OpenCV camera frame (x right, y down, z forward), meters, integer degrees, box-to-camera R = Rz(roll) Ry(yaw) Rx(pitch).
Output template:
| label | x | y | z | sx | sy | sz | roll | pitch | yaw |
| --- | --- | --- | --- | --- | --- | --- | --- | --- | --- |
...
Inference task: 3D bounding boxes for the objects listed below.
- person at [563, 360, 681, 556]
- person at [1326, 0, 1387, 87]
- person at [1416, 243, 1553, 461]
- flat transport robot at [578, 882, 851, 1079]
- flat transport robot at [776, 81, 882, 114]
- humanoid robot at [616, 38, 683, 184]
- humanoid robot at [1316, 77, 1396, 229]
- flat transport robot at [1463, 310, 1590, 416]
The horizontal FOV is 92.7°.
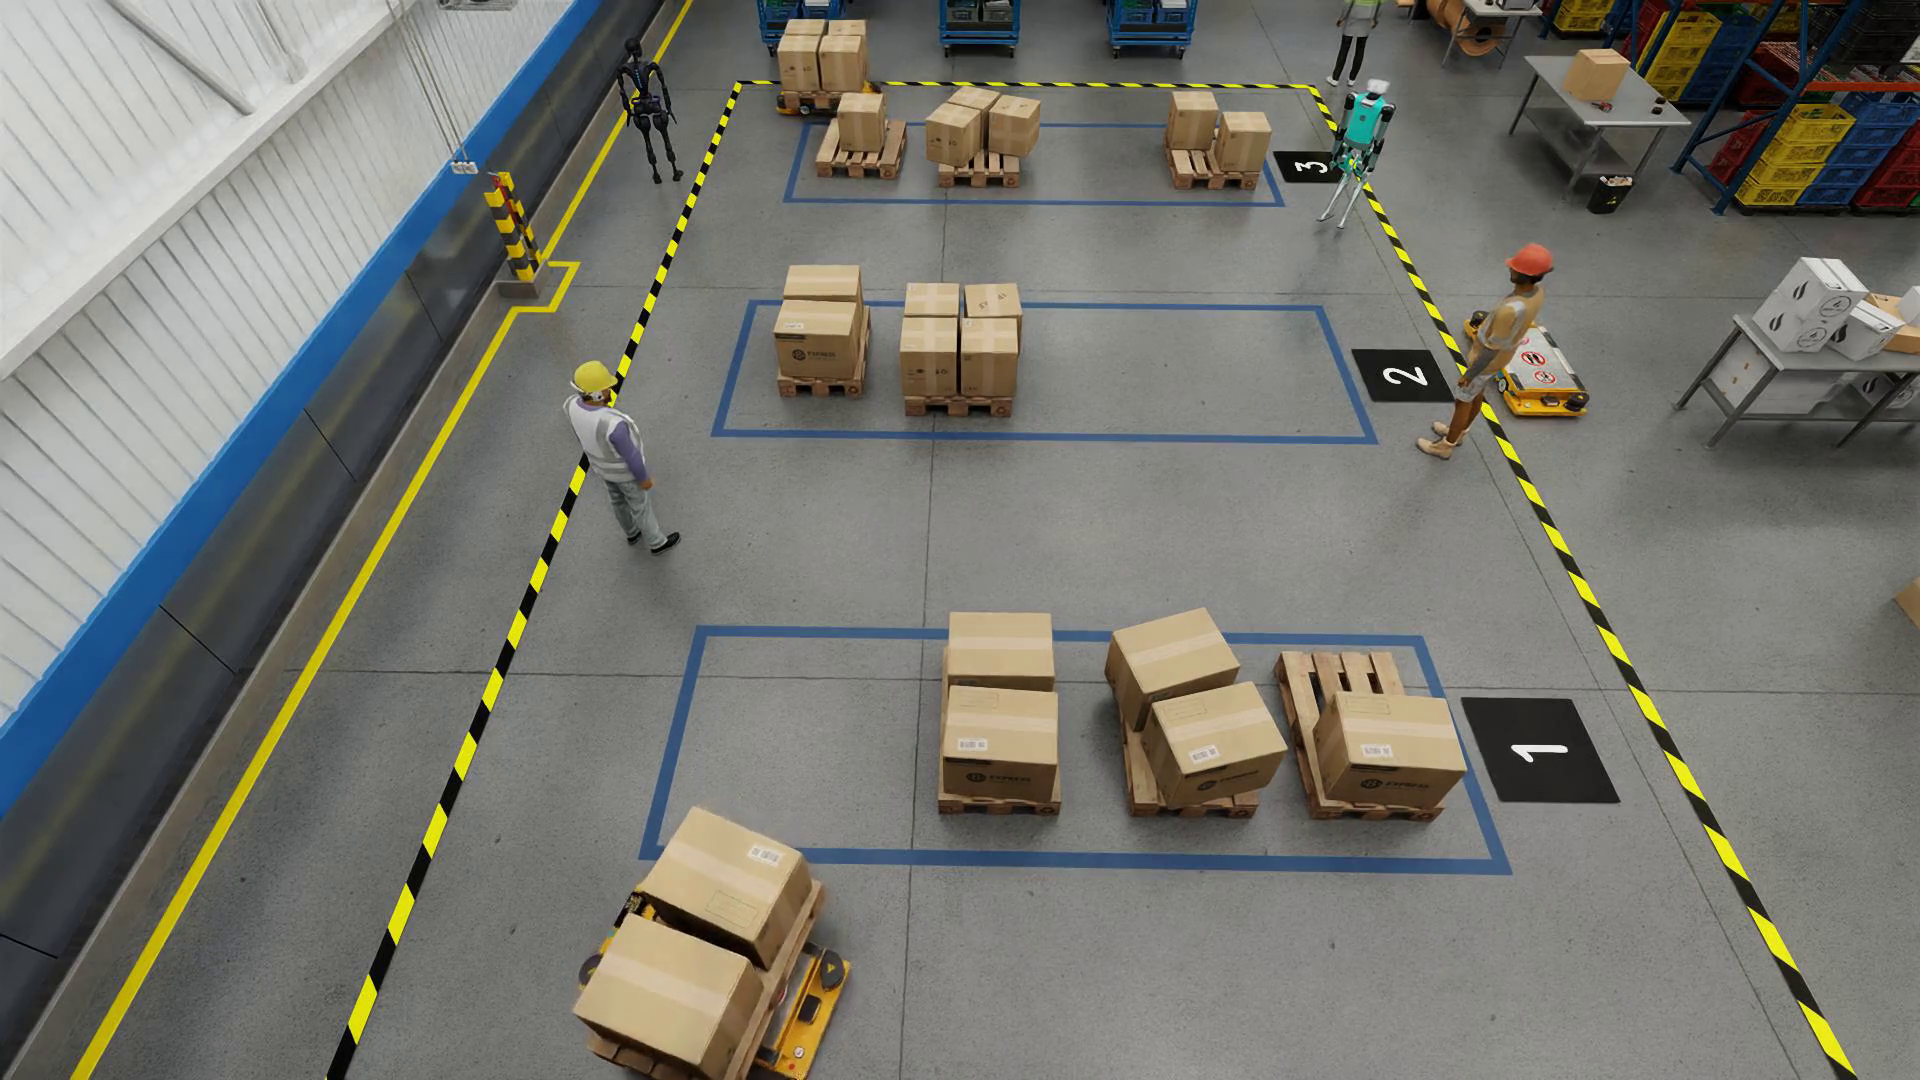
| label | x | y | z | sx | sy | sz | roll | pitch | yaw |
| --- | --- | --- | --- | --- | --- | --- | --- | --- | --- |
| person | -2.601 | -0.593 | 7.019 | 0.588 | 1.821 | 0.404 | 27 | 54 | 21 |
| person | 5.609 | -7.351 | 12.850 | 0.586 | 1.851 | 0.390 | 3 | 49 | 2 |
| person | 4.400 | -1.541 | 7.696 | 0.613 | 2.039 | 0.388 | -35 | 58 | -26 |
| flat transport robot | -1.428 | 2.525 | 5.329 | 1.431 | 0.197 | 0.652 | 15 | 51 | 12 |
| flat transport robot | -1.840 | -6.253 | 12.927 | 1.431 | 0.197 | 0.652 | 1 | 49 | 1 |
| humanoid robot | -3.763 | -5.167 | 11.067 | 0.599 | 1.653 | 0.315 | -8 | 50 | -7 |
| humanoid robot | 4.487 | -4.351 | 10.242 | 0.533 | 1.673 | 0.735 | 34 | 57 | 26 |
| flat transport robot | 5.573 | -1.757 | 9.054 | 0.659 | 0.231 | 1.431 | 1 | 49 | 1 |
